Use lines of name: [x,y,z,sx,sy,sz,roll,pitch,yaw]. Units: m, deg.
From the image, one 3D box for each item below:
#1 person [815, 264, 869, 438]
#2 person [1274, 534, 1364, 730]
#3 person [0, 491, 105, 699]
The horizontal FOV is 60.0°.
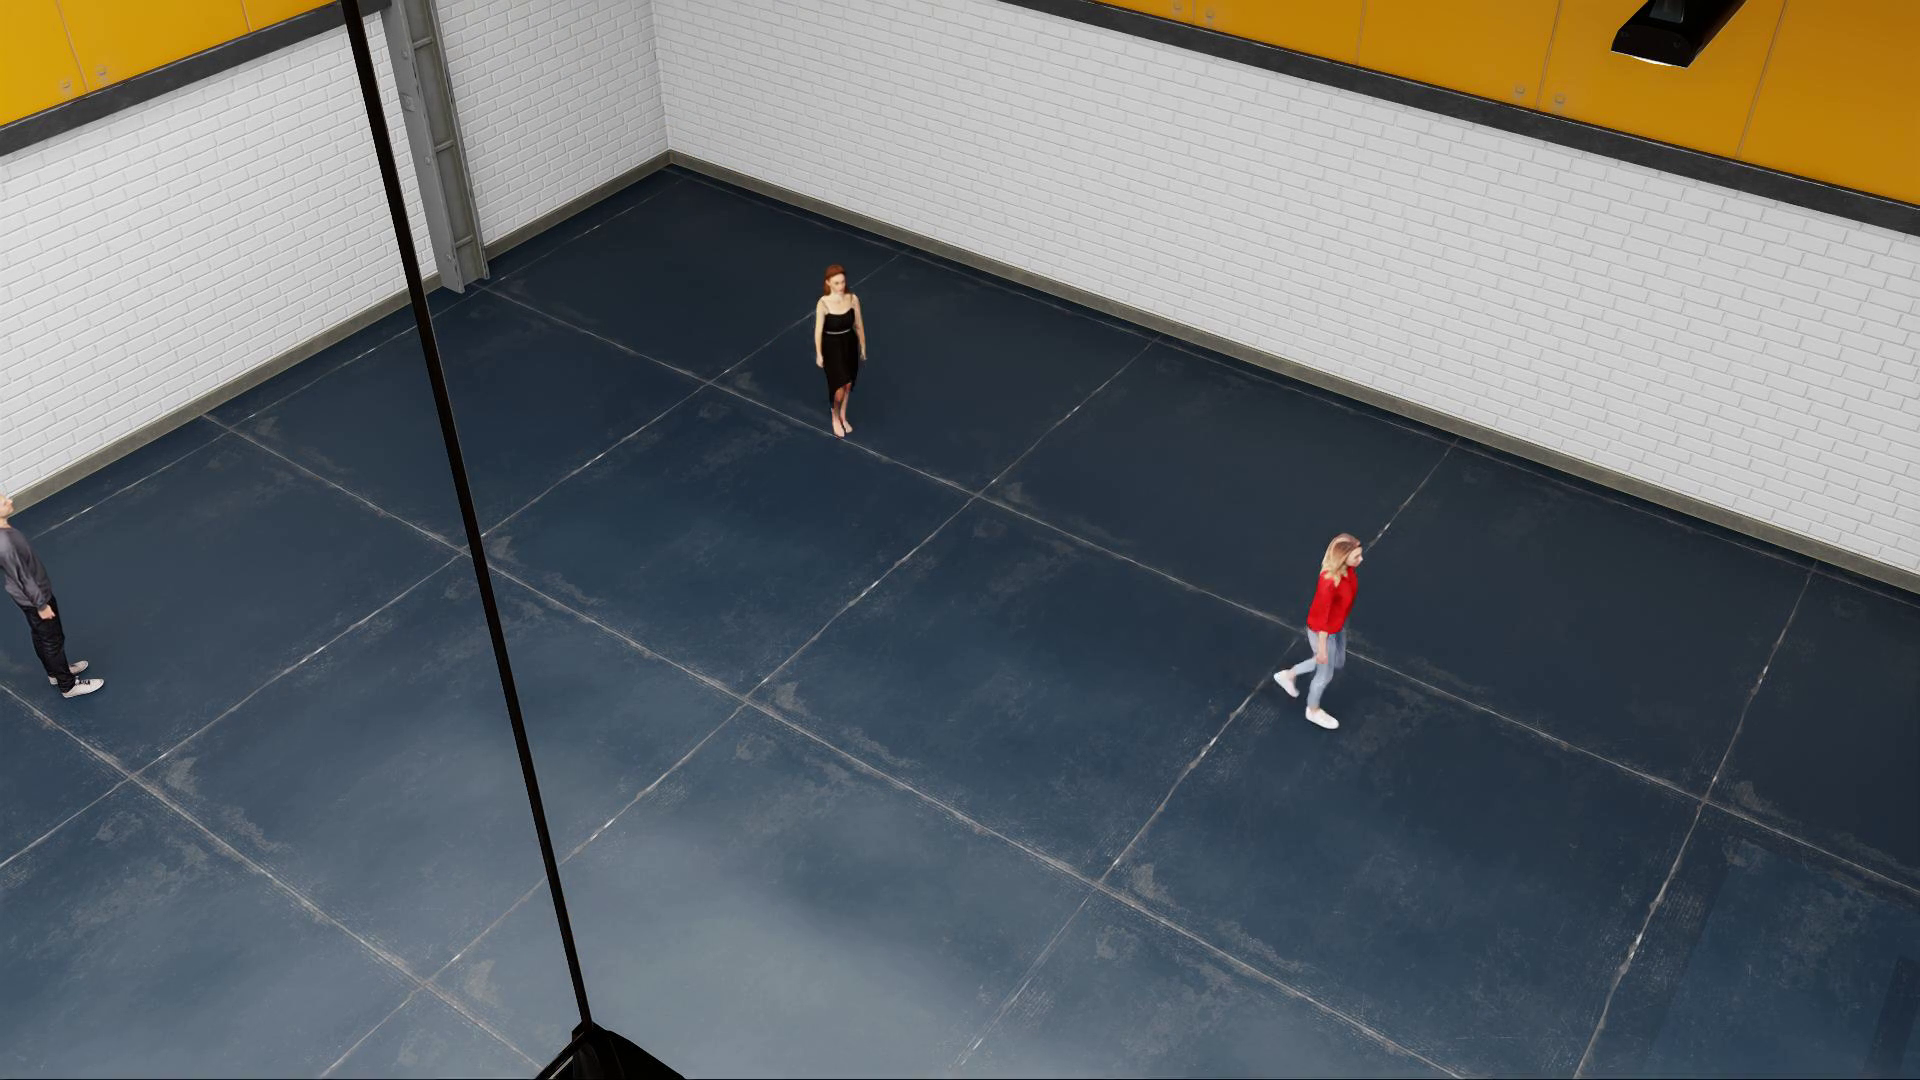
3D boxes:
person: [-1.069,-1.668,14.302,0.677,1.618,0.758,-19,42,-22]
person: [2.457,0.594,11.412,0.714,1.690,0.707,20,43,23]
person: [-6.513,0.361,11.648,0.601,1.761,0.665,-30,47,-32]
